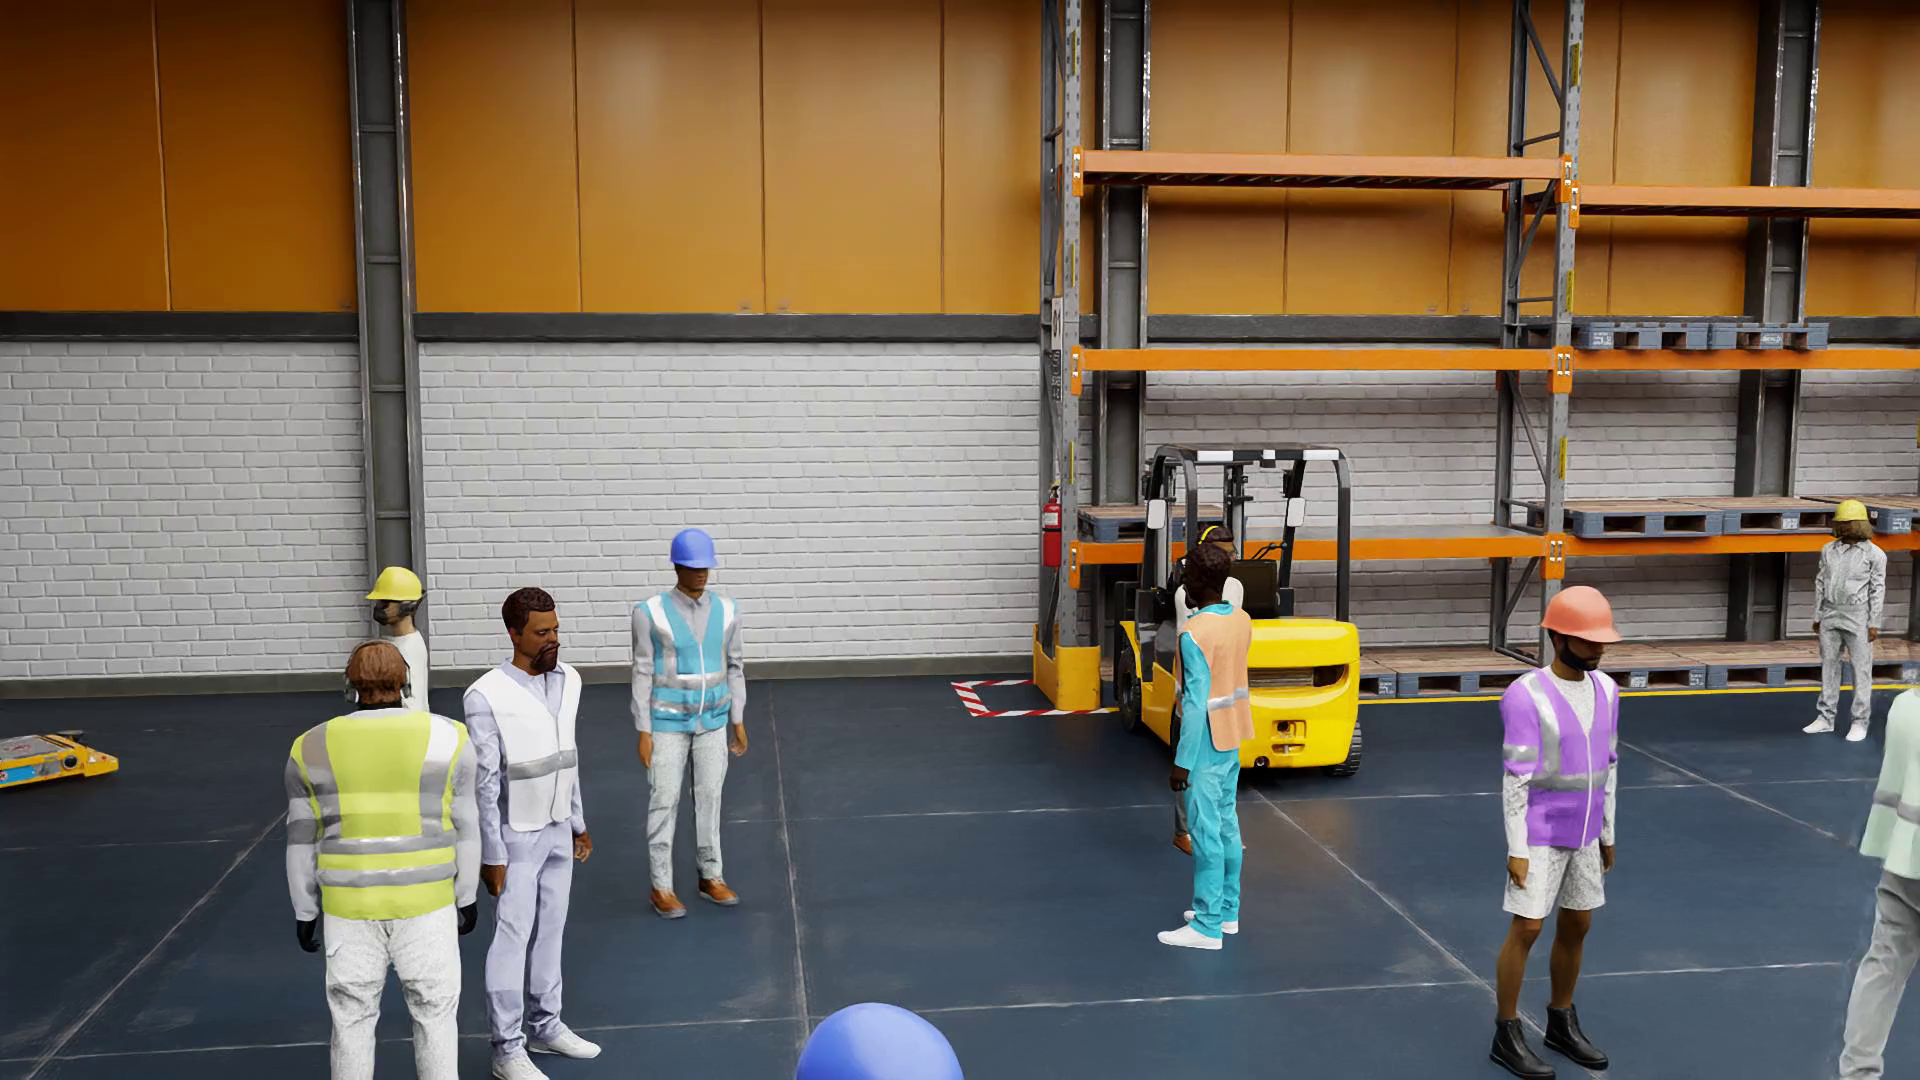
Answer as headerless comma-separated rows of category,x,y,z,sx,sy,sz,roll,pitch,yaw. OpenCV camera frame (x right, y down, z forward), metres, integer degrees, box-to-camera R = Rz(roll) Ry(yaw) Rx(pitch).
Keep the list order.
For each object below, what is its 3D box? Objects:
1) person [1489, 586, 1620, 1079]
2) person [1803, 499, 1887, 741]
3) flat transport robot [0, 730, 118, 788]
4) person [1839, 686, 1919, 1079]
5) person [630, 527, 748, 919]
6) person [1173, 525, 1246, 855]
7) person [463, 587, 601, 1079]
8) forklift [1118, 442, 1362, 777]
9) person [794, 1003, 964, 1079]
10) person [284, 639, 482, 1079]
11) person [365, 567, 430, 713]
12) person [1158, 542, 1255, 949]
person,2.344,1.129,6.445,0.546,1.927,0.393,-3,7,-25
person,6.425,0.575,12.065,0.284,1.746,0.492,-4,8,-33
flat transport robot,-6.278,1.466,10.664,0.652,0.197,1.431,6,9,40
person,3.631,1.200,6.001,0.878,1.885,0.598,0,7,2
person,-1.357,0.899,8.358,0.609,1.946,0.401,-5,8,-35
person,1.410,0.837,9.304,0.504,1.861,0.329,-5,8,-38
person,-1.667,1.130,6.454,0.386,1.918,0.596,3,7,23
forklift,1.912,0.418,11.496,1.214,2.155,2.313,-1,7,-8
person,-0.069,1.593,2.325,0.415,1.939,0.605,5,8,37
person,-1.993,1.256,5.791,0.641,1.833,0.431,-1,7,-12
person,-2.733,1.008,8.171,0.306,1.772,0.525,-3,7,-23
person,1.183,0.968,7.874,0.392,1.920,0.593,4,8,30
